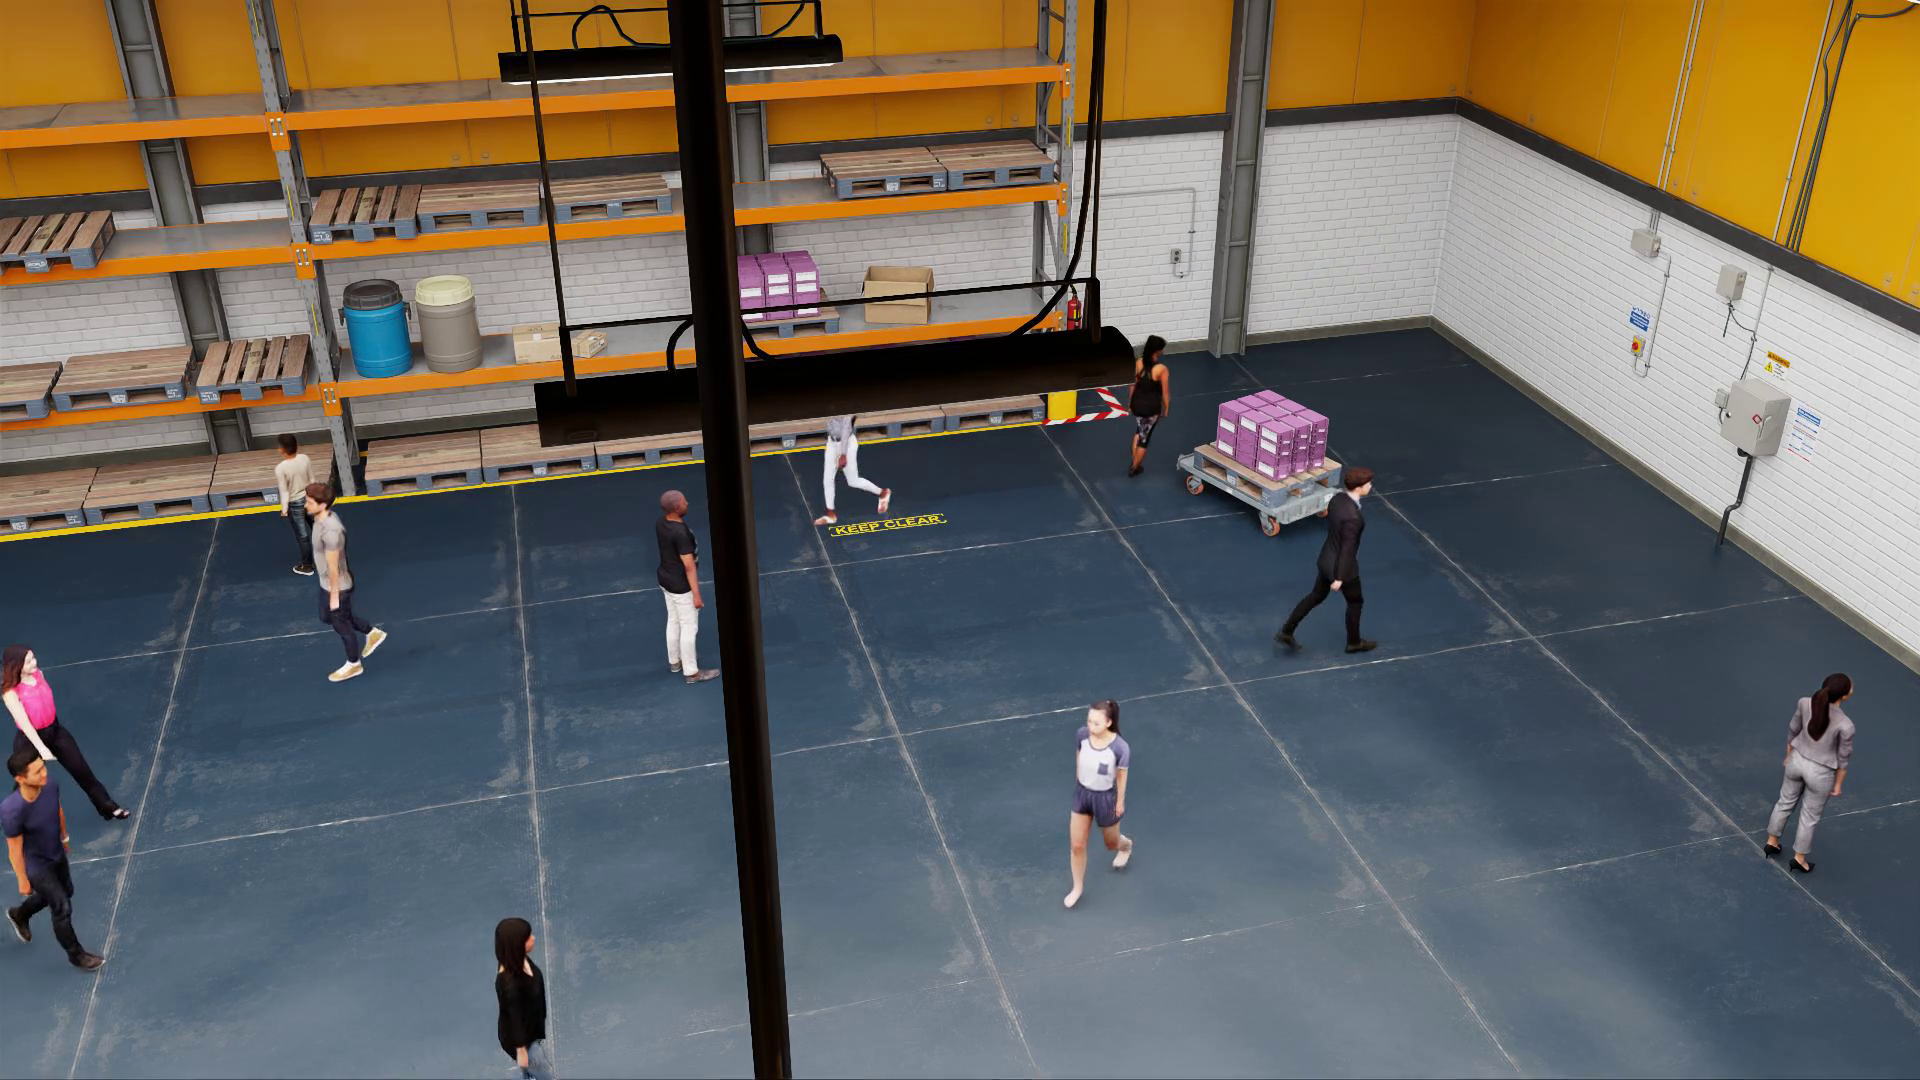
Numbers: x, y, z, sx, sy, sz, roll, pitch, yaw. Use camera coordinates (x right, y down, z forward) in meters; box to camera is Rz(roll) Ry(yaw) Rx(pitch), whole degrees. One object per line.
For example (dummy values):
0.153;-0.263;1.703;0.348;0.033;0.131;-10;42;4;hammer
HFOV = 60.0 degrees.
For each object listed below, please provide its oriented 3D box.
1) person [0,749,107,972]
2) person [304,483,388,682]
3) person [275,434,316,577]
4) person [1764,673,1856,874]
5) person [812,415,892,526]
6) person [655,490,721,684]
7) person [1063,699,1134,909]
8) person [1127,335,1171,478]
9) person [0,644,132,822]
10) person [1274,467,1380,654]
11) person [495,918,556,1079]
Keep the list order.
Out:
-6.268;2.150;11.209;1.105;1.761;0.916;6;29;11;person
-5.320;0.348;14.388;0.895;1.882;0.783;-17;33;-28;person
-6.386;-0.360;16.120;0.687;1.465;0.619;17;33;28;person
6.211;1.689;12.141;0.680;1.678;0.688;-16;33;-27;person
-1.118;-0.936;16.930;1.125;1.701;0.770;-14;32;-24;person
-2.432;0.389;14.393;0.735;1.805;0.745;-20;34;-32;person
1.038;1.836;11.932;0.963;1.621;1.065;18;34;30;person
1.965;-1.412;17.845;0.708;1.660;0.757;17;33;28;person
-6.980;1.533;12.497;1.186;1.610;0.867;3;29;5;person
3.246;0.212;14.661;1.192;1.859;0.724;-6;29;-11;person
-2.677;2.929;9.909;0.674;1.640;0.574;-7;29;-12;person
